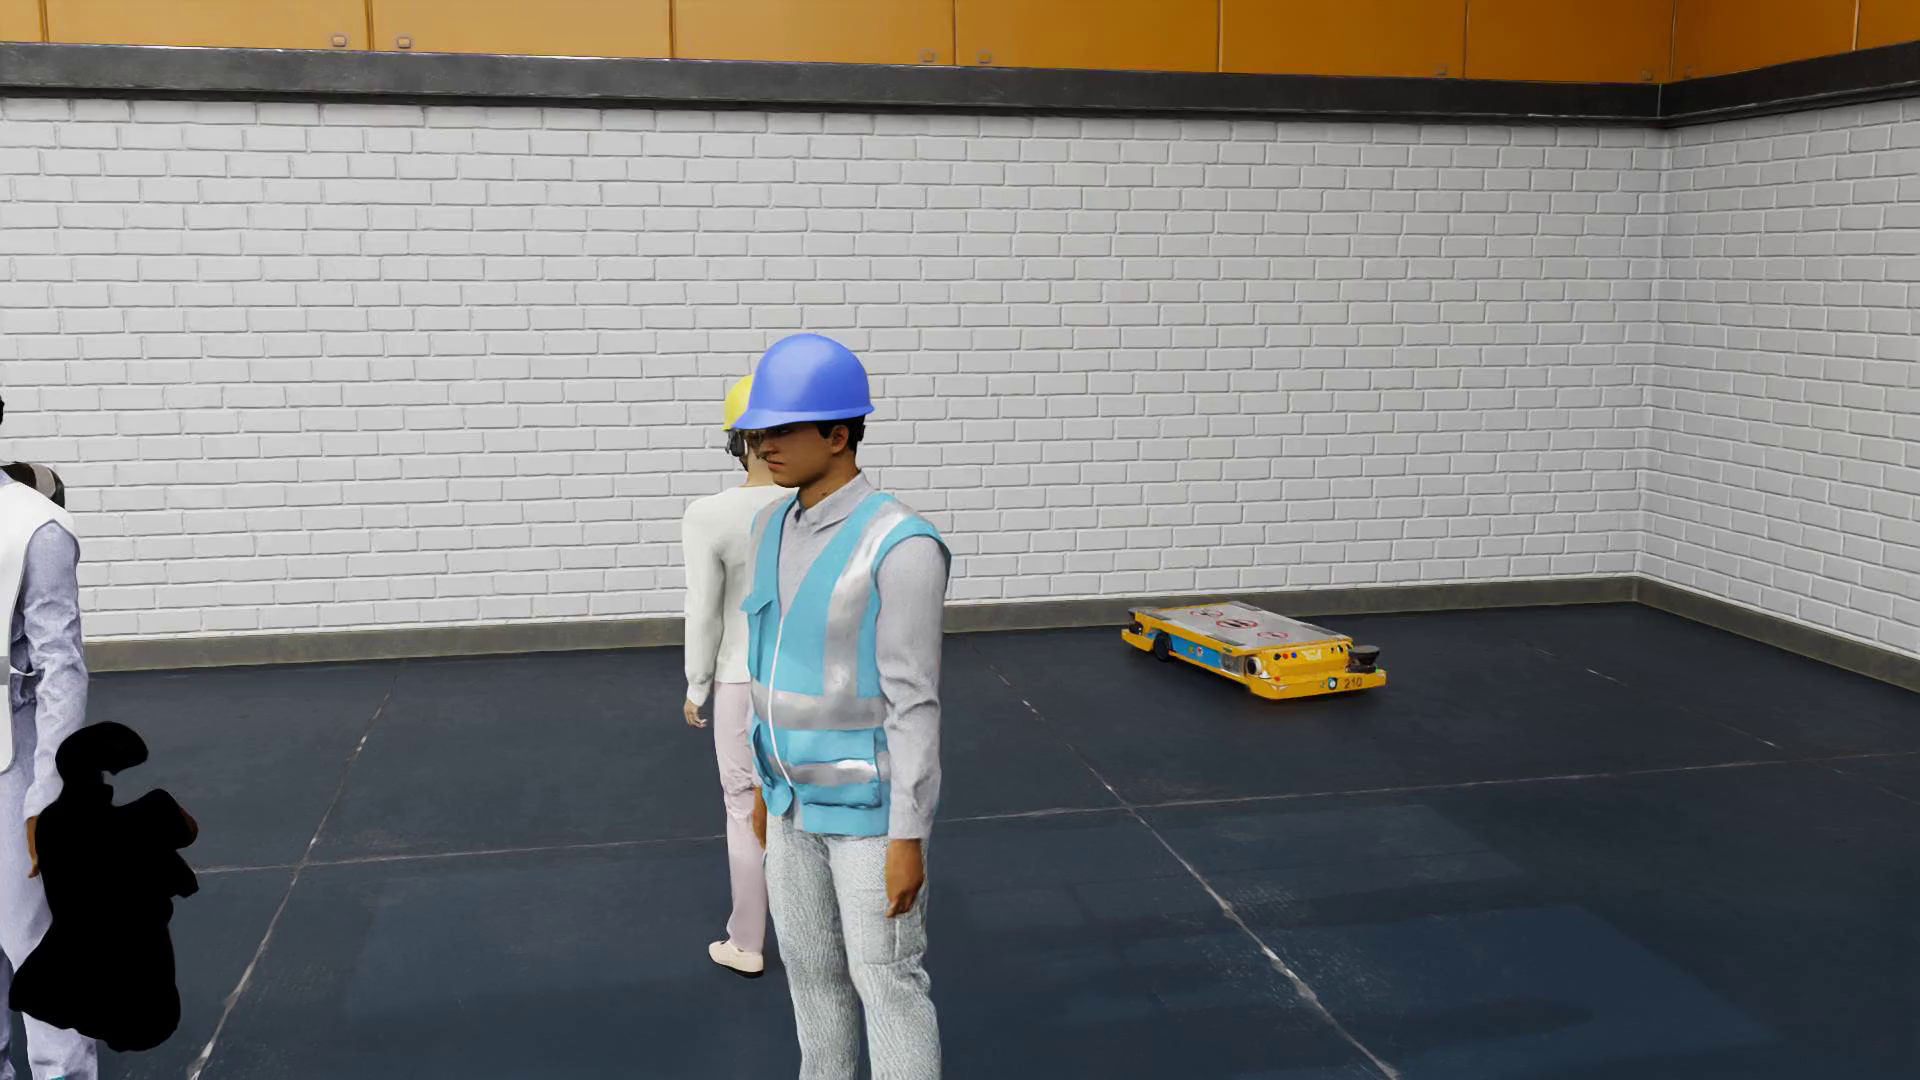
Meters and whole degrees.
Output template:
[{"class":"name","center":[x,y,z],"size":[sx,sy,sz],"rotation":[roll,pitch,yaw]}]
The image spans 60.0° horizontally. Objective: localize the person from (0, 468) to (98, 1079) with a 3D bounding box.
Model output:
[{"class":"person","center":[-2.178,0.517,3.695],"size":[0.593,1.920,0.391],"rotation":[3,10,19]}]

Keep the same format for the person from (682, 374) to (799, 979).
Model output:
[{"class":"person","center":[-0.562,0.399,4.886],"size":[0.523,1.767,0.318],"rotation":[-5,10,-27]}]

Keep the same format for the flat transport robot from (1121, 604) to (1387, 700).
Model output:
[{"class":"flat transport robot","center":[1.477,0.539,8.572],"size":[0.652,0.197,1.431],"rotation":[-4,10,-25]}]

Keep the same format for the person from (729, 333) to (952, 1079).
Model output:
[{"class":"person","center":[-0.267,0.539,3.515],"size":[0.416,1.940,0.615],"rotation":[-8,12,-41]}]

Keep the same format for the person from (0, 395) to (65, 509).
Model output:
[{"class":"person","center":[-3.301,0.300,5.704],"size":[0.322,1.692,0.533],"rotation":[6,11,35]}]
